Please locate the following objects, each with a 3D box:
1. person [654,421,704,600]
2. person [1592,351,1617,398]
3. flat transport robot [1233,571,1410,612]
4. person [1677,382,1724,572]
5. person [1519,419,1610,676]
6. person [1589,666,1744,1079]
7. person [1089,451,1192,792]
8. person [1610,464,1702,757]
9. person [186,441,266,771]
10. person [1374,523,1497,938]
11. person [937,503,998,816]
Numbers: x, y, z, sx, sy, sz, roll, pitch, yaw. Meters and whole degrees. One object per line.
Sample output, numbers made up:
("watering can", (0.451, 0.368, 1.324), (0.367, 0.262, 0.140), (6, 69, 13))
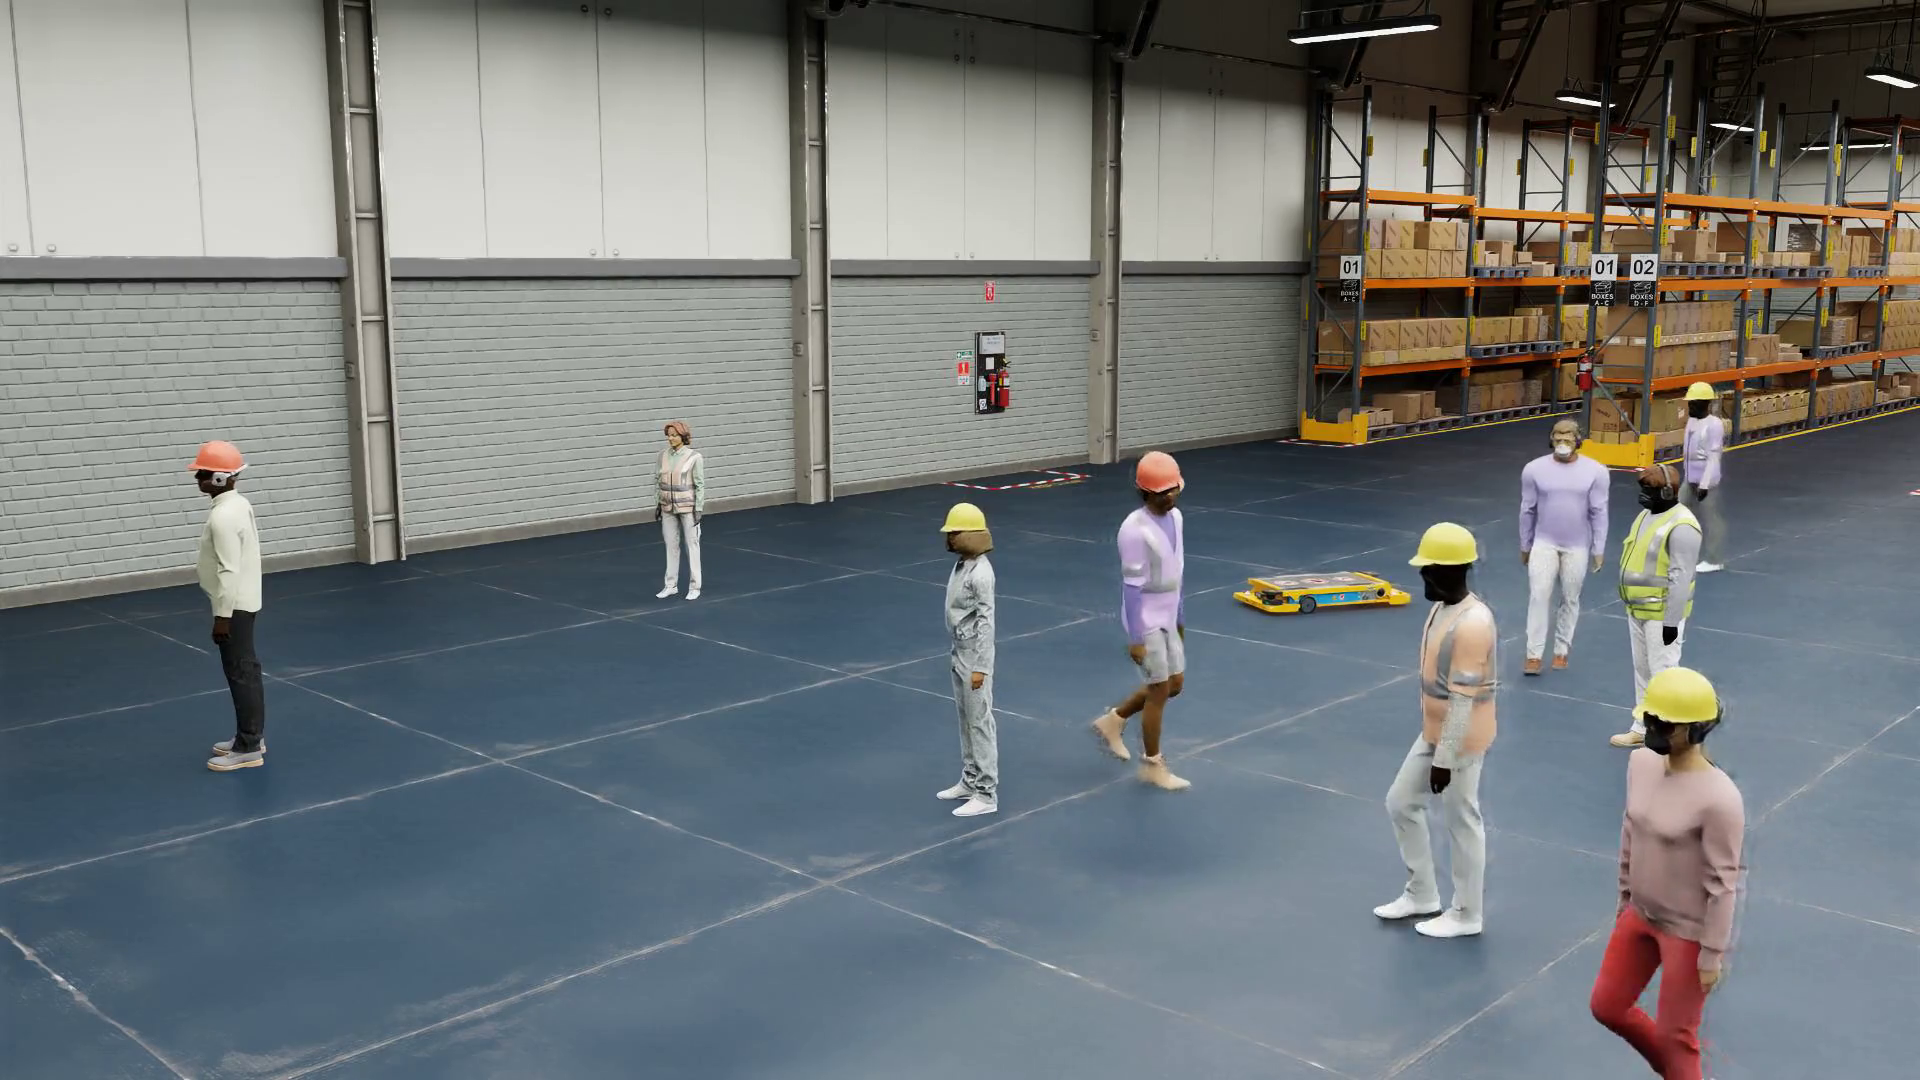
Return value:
("person", (-2.565, -0.270, 15.218), (0.514, 1.641, 0.308), (4, 10, 22))
("person", (10.850, -2.379, 28.105), (0.530, 1.615, 0.386), (8, 13, 42))
("flat transport robot", (3.253, 0.456, 14.955), (1.431, 0.197, 0.652), (-3, 10, -18))
("person", (7.205, -0.608, 16.485), (0.871, 1.893, 0.612), (-1, 9, -6))
("person", (4.447, 0.077, 12.308), (0.634, 1.909, 0.867), (4, 10, 21))
("person", (2.343, 1.268, 5.499), (0.392, 1.752, 0.548), (-2, 10, -14))
("person", (1.058, 0.462, 9.675), (0.620, 2.009, 0.625), (6, 11, 34))
("person", (4.297, 0.442, 10.298), (0.428, 1.835, 0.627), (0, 9, -1))
("person", (-4.435, 0.390, 10.110), (0.375, 1.997, 0.612), (-3, 10, -16))
("person", (2.112, 0.867, 7.455), (0.612, 1.906, 0.624), (0, 9, 2))
("person", (0.037, 0.657, 9.252), (0.308, 1.742, 0.493), (-3, 10, -15))
